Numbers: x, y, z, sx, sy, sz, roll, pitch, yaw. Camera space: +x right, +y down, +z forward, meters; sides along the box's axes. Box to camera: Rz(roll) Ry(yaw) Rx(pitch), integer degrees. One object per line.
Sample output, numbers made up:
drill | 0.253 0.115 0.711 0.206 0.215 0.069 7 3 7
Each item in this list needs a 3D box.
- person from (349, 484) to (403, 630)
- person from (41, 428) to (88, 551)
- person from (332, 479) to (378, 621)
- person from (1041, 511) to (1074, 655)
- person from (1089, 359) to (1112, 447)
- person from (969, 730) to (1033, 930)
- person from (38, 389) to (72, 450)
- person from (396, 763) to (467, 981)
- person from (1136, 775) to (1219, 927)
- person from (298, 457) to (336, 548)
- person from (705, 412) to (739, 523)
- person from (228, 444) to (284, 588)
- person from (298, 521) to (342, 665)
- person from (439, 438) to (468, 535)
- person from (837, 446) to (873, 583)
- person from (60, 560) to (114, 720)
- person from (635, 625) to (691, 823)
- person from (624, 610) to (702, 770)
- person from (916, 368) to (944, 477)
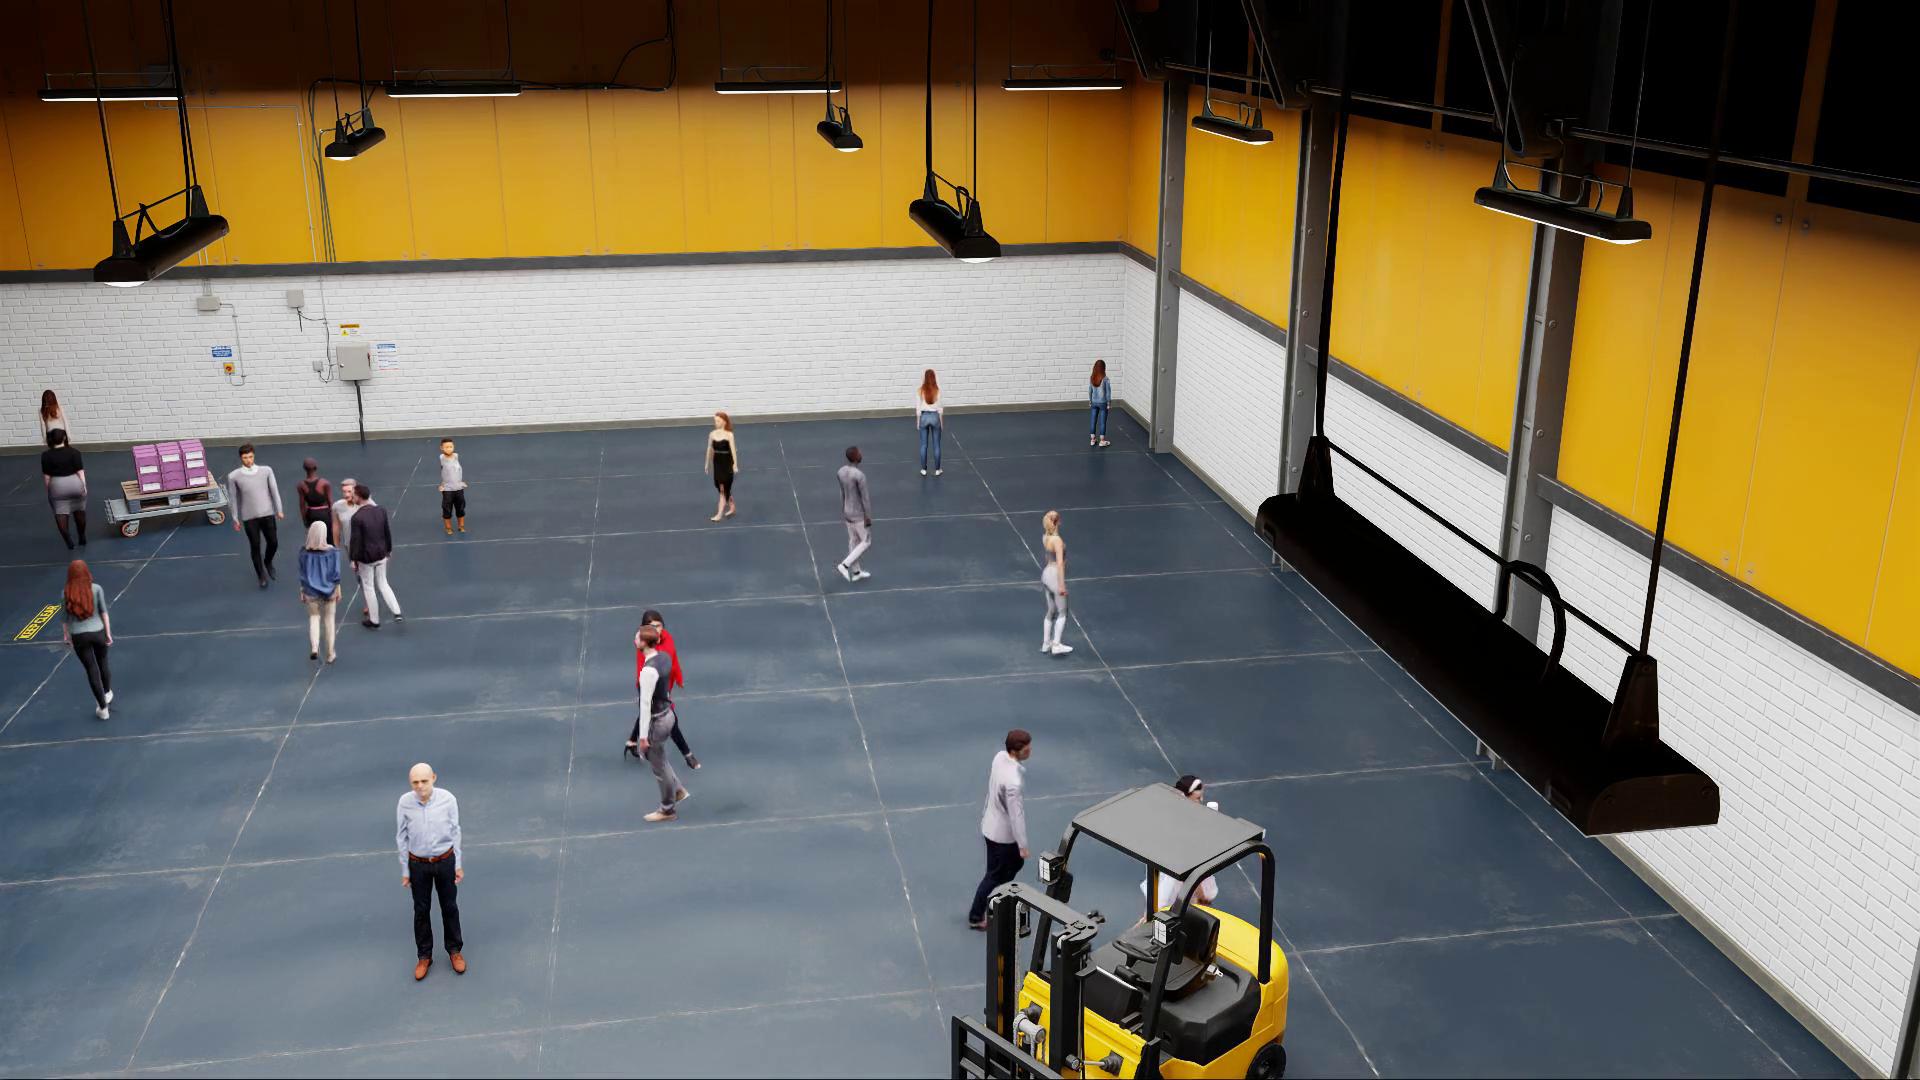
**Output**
person | -7.056 0.229 20.032 0.960 1.828 0.903 13 23 34
person | -12.208 -0.638 22.760 0.872 1.730 1.112 -10 21 -27
person | -7.396 0.060 20.583 0.788 1.796 0.852 1 19 4
person | 1.077 0.513 19.429 0.773 1.675 0.571 -4 19 -13
person | 2.360 -2.329 28.178 0.623 1.477 0.684 13 22 33
person | 0.277 2.381 13.674 0.784 1.808 0.706 -5 19 -13
person | -14.176 -1.629 26.088 0.590 1.484 0.561 -8 20 -23
person | -4.167 2.575 13.123 0.662 1.791 0.604 -6 19 -16
person | 1.620 2.663 12.932 0.891 1.746 1.215 1 19 2
person | -8.257 -0.189 21.401 0.645 1.747 0.907 -2 19 -5
person | -3.403 -1.091 24.321 0.938 1.593 1.068 9 21 25
person | -9.157 -0.351 21.630 0.918 1.908 0.923 -10 21 -26
person | -7.331 0.636 19.051 0.624 1.683 0.701 -5 19 -16
person | -7.255 -0.817 23.728 0.630 1.453 0.637 -13 23 -35
person | -1.423 -0.306 21.623 0.975 1.827 0.930 -16 24 -38
person | -9.235 1.086 17.659 0.822 1.719 0.976 -14 23 -35
person | -2.735 1.700 15.509 0.886 1.927 0.747 1 19 2
person | -3.069 1.486 16.516 1.041 1.690 1.104 7 20 20
person | -0.476 -1.885 26.467 0.623 1.728 0.576 1 19 4
